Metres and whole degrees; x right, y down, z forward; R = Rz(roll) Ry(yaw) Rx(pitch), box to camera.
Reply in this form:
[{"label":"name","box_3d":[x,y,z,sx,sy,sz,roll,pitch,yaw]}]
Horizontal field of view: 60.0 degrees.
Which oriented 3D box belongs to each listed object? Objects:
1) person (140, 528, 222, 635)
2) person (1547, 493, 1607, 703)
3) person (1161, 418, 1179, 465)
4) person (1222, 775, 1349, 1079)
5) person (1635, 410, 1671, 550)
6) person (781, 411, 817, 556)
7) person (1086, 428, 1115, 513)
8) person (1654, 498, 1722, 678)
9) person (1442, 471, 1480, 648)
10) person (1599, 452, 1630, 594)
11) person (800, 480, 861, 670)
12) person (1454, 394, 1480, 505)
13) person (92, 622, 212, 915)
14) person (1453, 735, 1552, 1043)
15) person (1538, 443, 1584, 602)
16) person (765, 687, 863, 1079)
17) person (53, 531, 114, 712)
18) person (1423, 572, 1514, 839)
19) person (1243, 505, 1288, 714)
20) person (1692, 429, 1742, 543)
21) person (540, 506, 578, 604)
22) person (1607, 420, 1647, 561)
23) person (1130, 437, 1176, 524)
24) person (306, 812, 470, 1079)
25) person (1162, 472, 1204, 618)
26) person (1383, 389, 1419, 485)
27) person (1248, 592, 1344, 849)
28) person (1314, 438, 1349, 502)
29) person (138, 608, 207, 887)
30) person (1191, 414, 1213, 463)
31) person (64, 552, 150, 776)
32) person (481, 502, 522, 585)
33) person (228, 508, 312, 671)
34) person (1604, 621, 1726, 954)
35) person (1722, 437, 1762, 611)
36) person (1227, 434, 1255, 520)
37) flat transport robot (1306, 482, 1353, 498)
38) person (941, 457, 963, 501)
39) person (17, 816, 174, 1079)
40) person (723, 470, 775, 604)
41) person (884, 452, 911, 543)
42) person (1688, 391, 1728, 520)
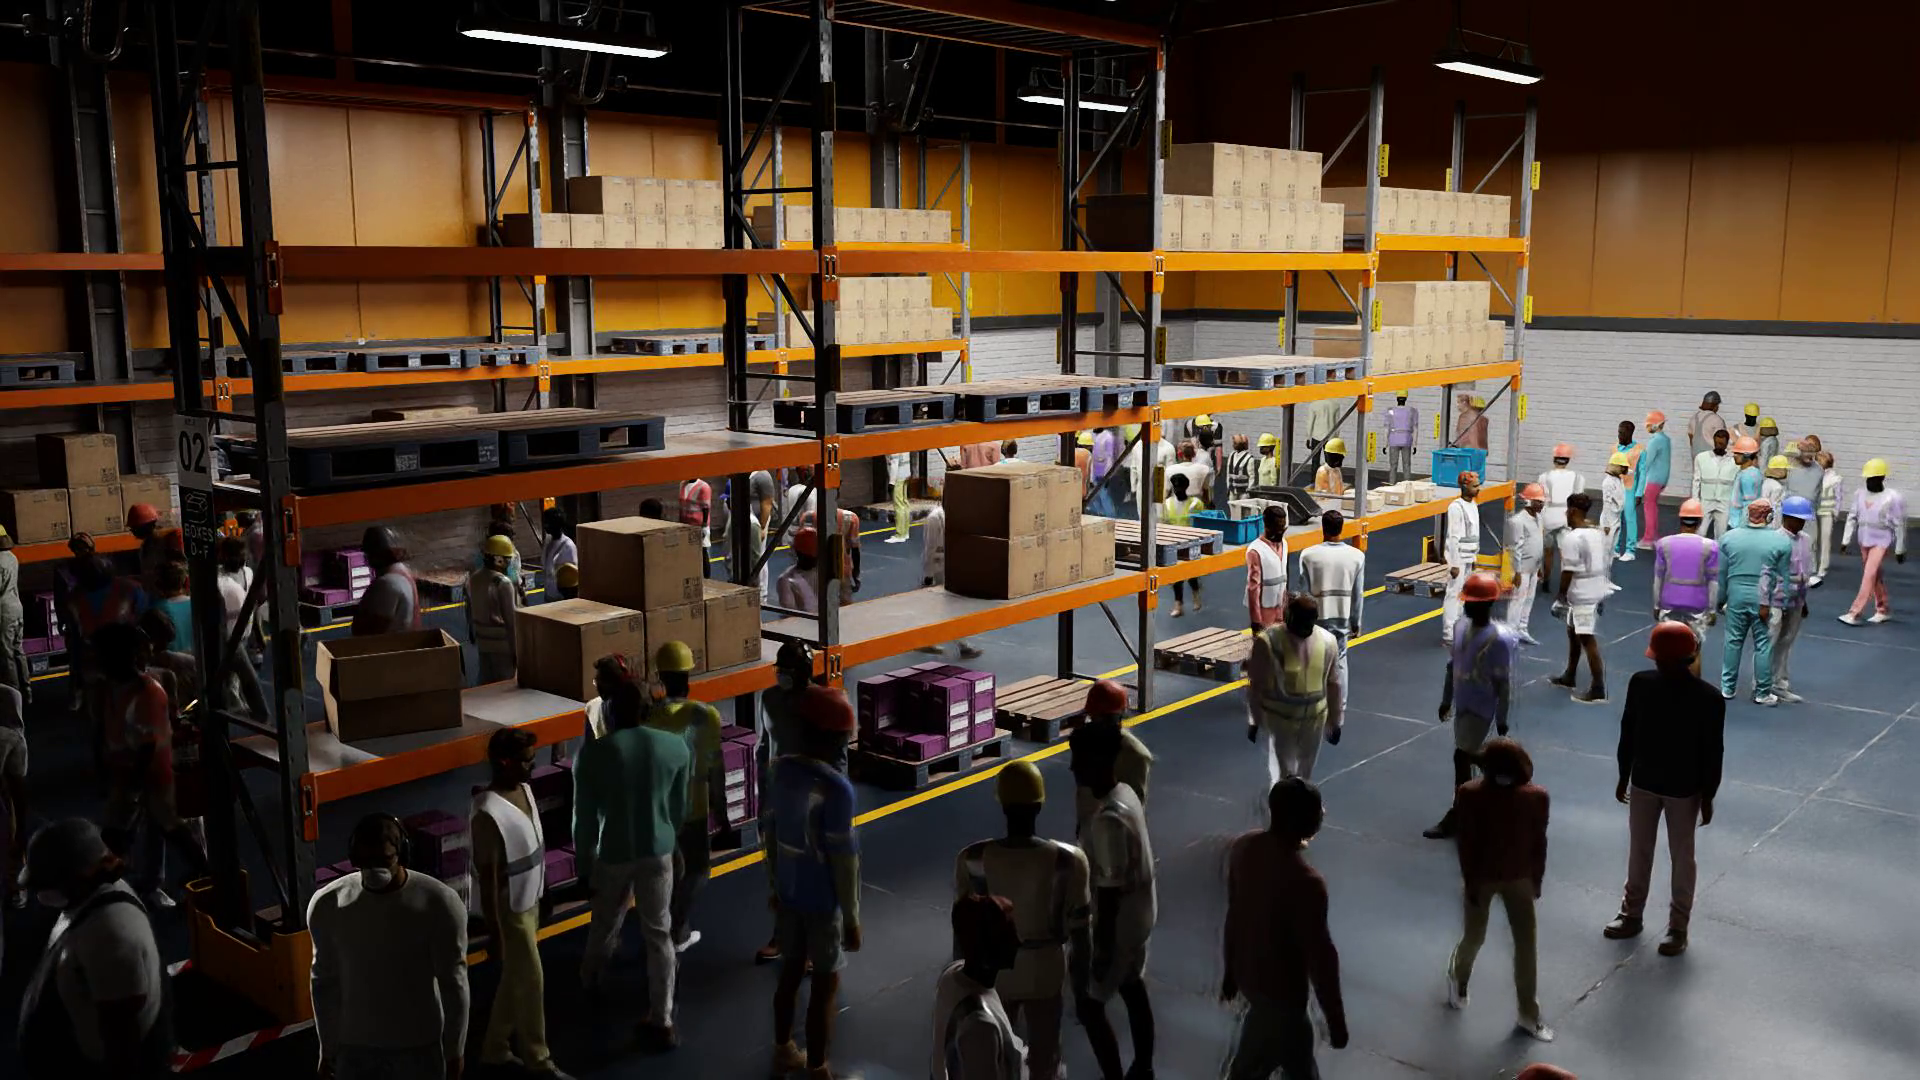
[{"label":"person","box_3d":[-6.292,0.880,13.361,0.610,1.940,1.043,2,10,13]},{"label":"person","box_3d":[5.797,0.533,15.508,0.696,1.915,0.631,8,12,40]},{"label":"person","box_3d":[3.422,-1.383,27.091,0.356,1.863,0.578,5,11,29]},{"label":"person","box_3d":[1.434,1.933,7.211,1.054,1.877,0.656,-3,10,-16]},{"label":"person","box_3d":[9.788,-0.849,23.539,0.476,1.982,0.630,6,11,32]},{"label":"person","box_3d":[-2.170,-0.784,22.951,0.608,2.048,0.365,0,10,0]},{"label":"person","box_3d":[2.225,-1.274,26.968,0.898,1.708,0.506,9,13,44]},{"label":"person","box_3d":[6.624,0.583,15.164,0.562,1.922,0.427,5,11,29]},{"label":"person","box_3d":[5.293,0.209,17.512,0.362,1.882,0.576,7,12,35]},{"label":"person","box_3d":[8.044,-0.218,20.478,0.317,1.741,0.492,7,12,37]},{"label":"person","box_3d":[-1.289,0.322,16.588,0.613,1.962,0.362,0,10,3]},{"label":"person","box_3d":[8.354,-1.485,27.646,0.756,1.874,0.717,1,10,9]},{"label":"person","box_3d":[-5.000,1.435,10.127,0.615,1.916,0.996,7,12,35]},{"label":"person","box_3d":[2.875,1.796,8.856,0.508,1.602,0.561,0,10,1]},{"label":"person","box_3d":[7.247,-0.218,20.073,0.556,1.888,0.995,1,10,7]},{"label":"person","box_3d":[-0.681,1.714,8.118,0.451,2.024,0.649,-8,12,-39]},{"label":"person","box_3d":[-7.933,0.732,15.115,0.514,1.639,0.310,-5,11,-27]},{"label":"person","box_3d":[3.721,1.152,11.815,0.872,1.916,0.546,-3,10,-16]},{"label":"person","box_3d":[2.764,0.623,14.979,0.414,1.906,0.600,7,12,37]},{"label":"person","box_3d":[9.809,-0.489,21.592,0.589,1.913,0.398,2,10,14]},{"label":"person","box_3d":[-3.923,0.509,16.279,0.317,1.697,0.539,-9,13,-42]},{"label":"person","box_3d":[9.081,-0.676,22.692,0.372,1.914,0.597,-5,11,-26]},{"label":"person","box_3d":[2.644,-0.709,22.955,0.647,1.901,0.395,5,11,29]},{"label":"person","box_3d":[-2.270,2.005,6.665,0.623,1.932,0.368,0,10,0]},{"label":"person","box_3d":[2.548,0.052,19.031,0.548,1.678,0.392,6,11,34]},{"label":"person","box_3d":[7.548,-1.658,28.520,0.584,1.928,0.367,1,10,8]},{"label":"person","box_3d":[2.321,1.251,11.451,0.660,1.825,0.488,-2,10,-11]},{"label":"person","box_3d":[4.549,-0.296,20.435,0.409,1.918,0.584,5,11,29]},{"label":"person","box_3d":[-5.170,1.353,10.829,0.503,1.840,0.343,-4,10,-23]},{"label":"person","box_3d":[3.659,-1.023,25.203,0.299,1.772,0.529,7,12,35]},{"label":"person","box_3d":[-6.636,0.985,13.137,0.755,1.811,0.433,-1,10,-9]},{"label":"person","box_3d":[-4.252,0.543,15.503,0.356,1.887,0.573,-7,12,-35]},{"label":"person","box_3d":[-6.904,0.411,16.581,0.693,1.802,0.635,-4,10,-24]},{"label":"person","box_3d":[4.166,1.443,9.839,0.399,1.984,0.609,-8,12,-39]},{"label":"person","box_3d":[9.100,-0.182,19.361,0.393,2.044,0.609,5,11,29]},{"label":"person","box_3d":[3.976,-0.686,23.589,0.315,1.636,0.514,-6,11,-33]},{"label":"flat transport robot","box_3d":[6.283,-0.822,28.467,0.652,0.197,1.431,4,10,23]},{"label":"person","box_3d":[-0.062,-0.232,20.869,0.310,1.638,0.522,-5,11,-28]},{"label":"person","box_3d":[-3.373,1.988,6.416,0.629,2.000,0.773,-5,11,-26]},{"label":"person","box_3d":[-2.507,-0.195,19.449,0.538,2.000,0.681,-9,13,-42]},{"label":"person","box_3d":[-0.918,-0.912,24.086,0.383,1.922,0.587,3,10,17]},{"label":"person","box_3d":[11.877,-1.347,26.325,0.538,2.000,0.684,-3,10,-18]}]
